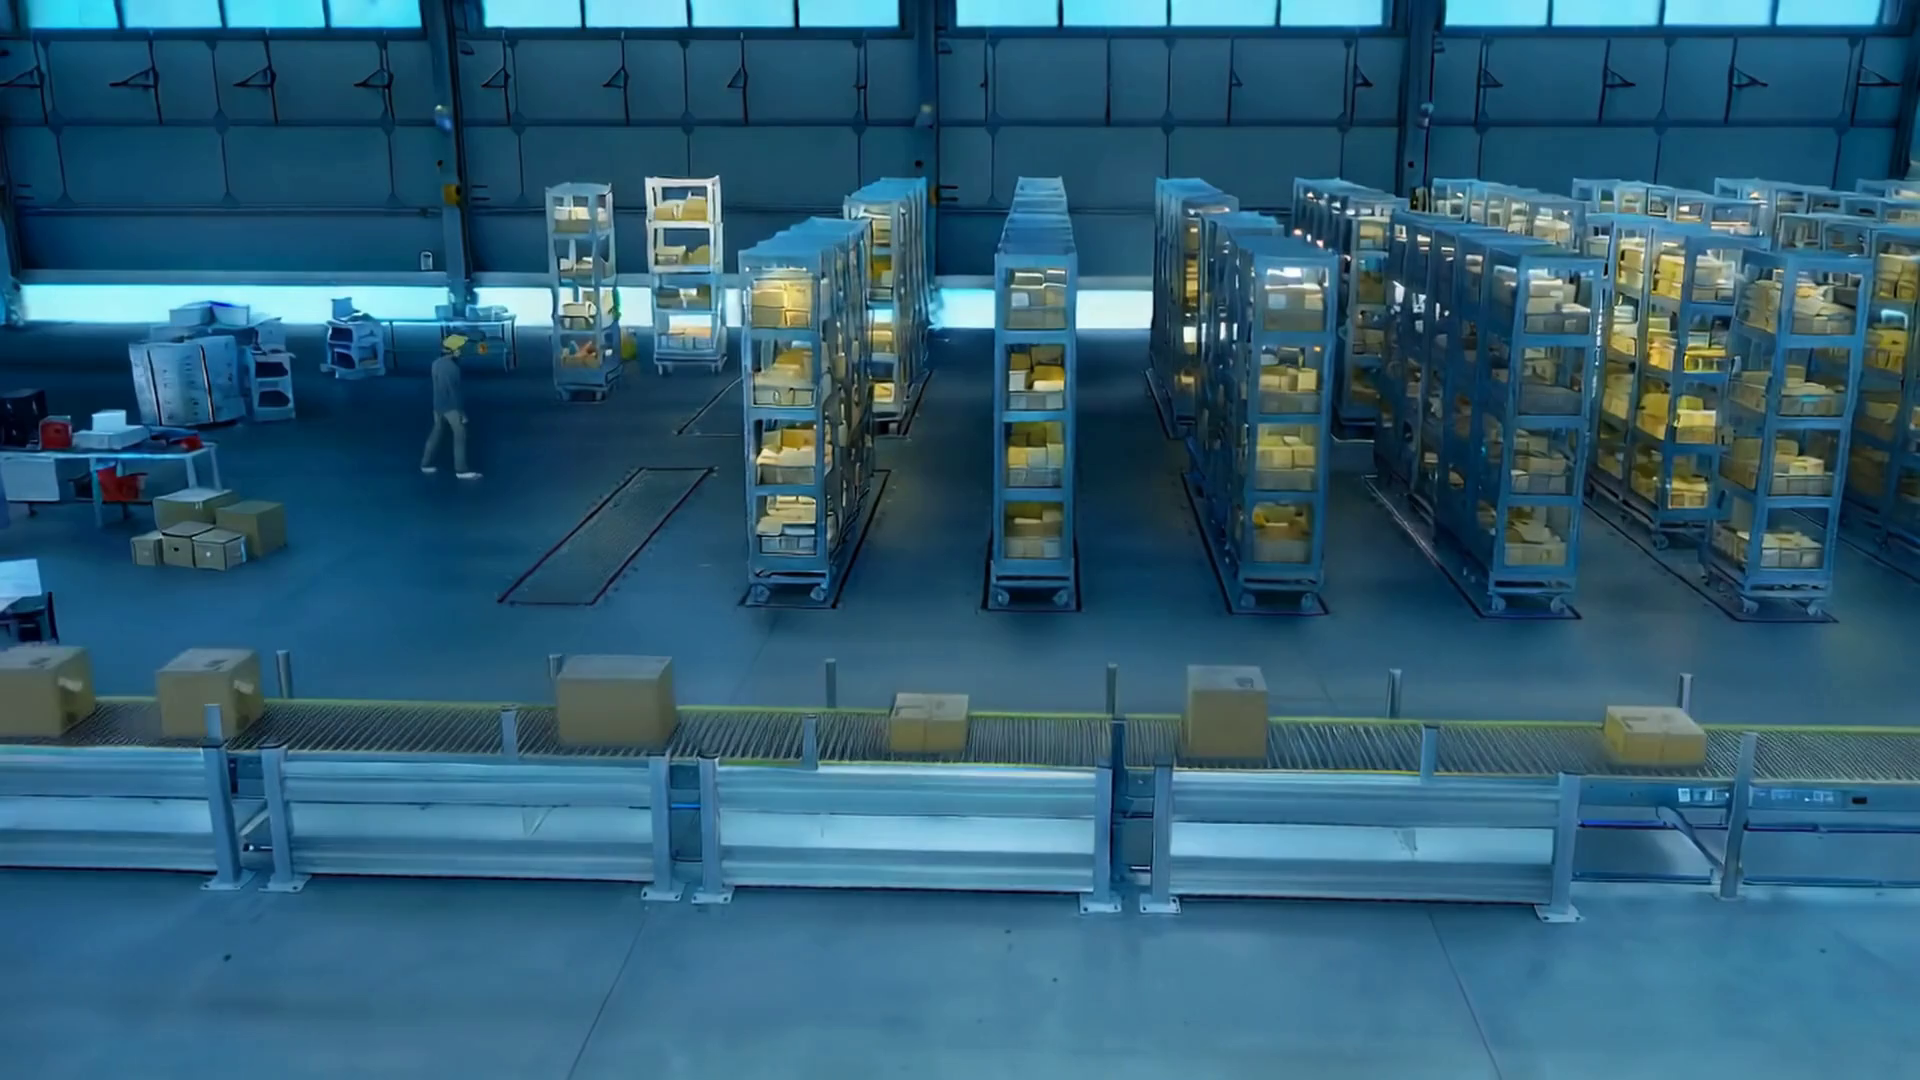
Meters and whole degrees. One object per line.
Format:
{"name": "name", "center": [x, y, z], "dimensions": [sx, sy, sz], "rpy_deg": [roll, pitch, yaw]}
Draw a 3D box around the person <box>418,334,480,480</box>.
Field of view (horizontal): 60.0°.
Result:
{"name": "person", "center": [-6.963, -1.790, 22.488], "dimensions": [0.848, 1.959, 0.595], "rpy_deg": [14, 20, 41]}
